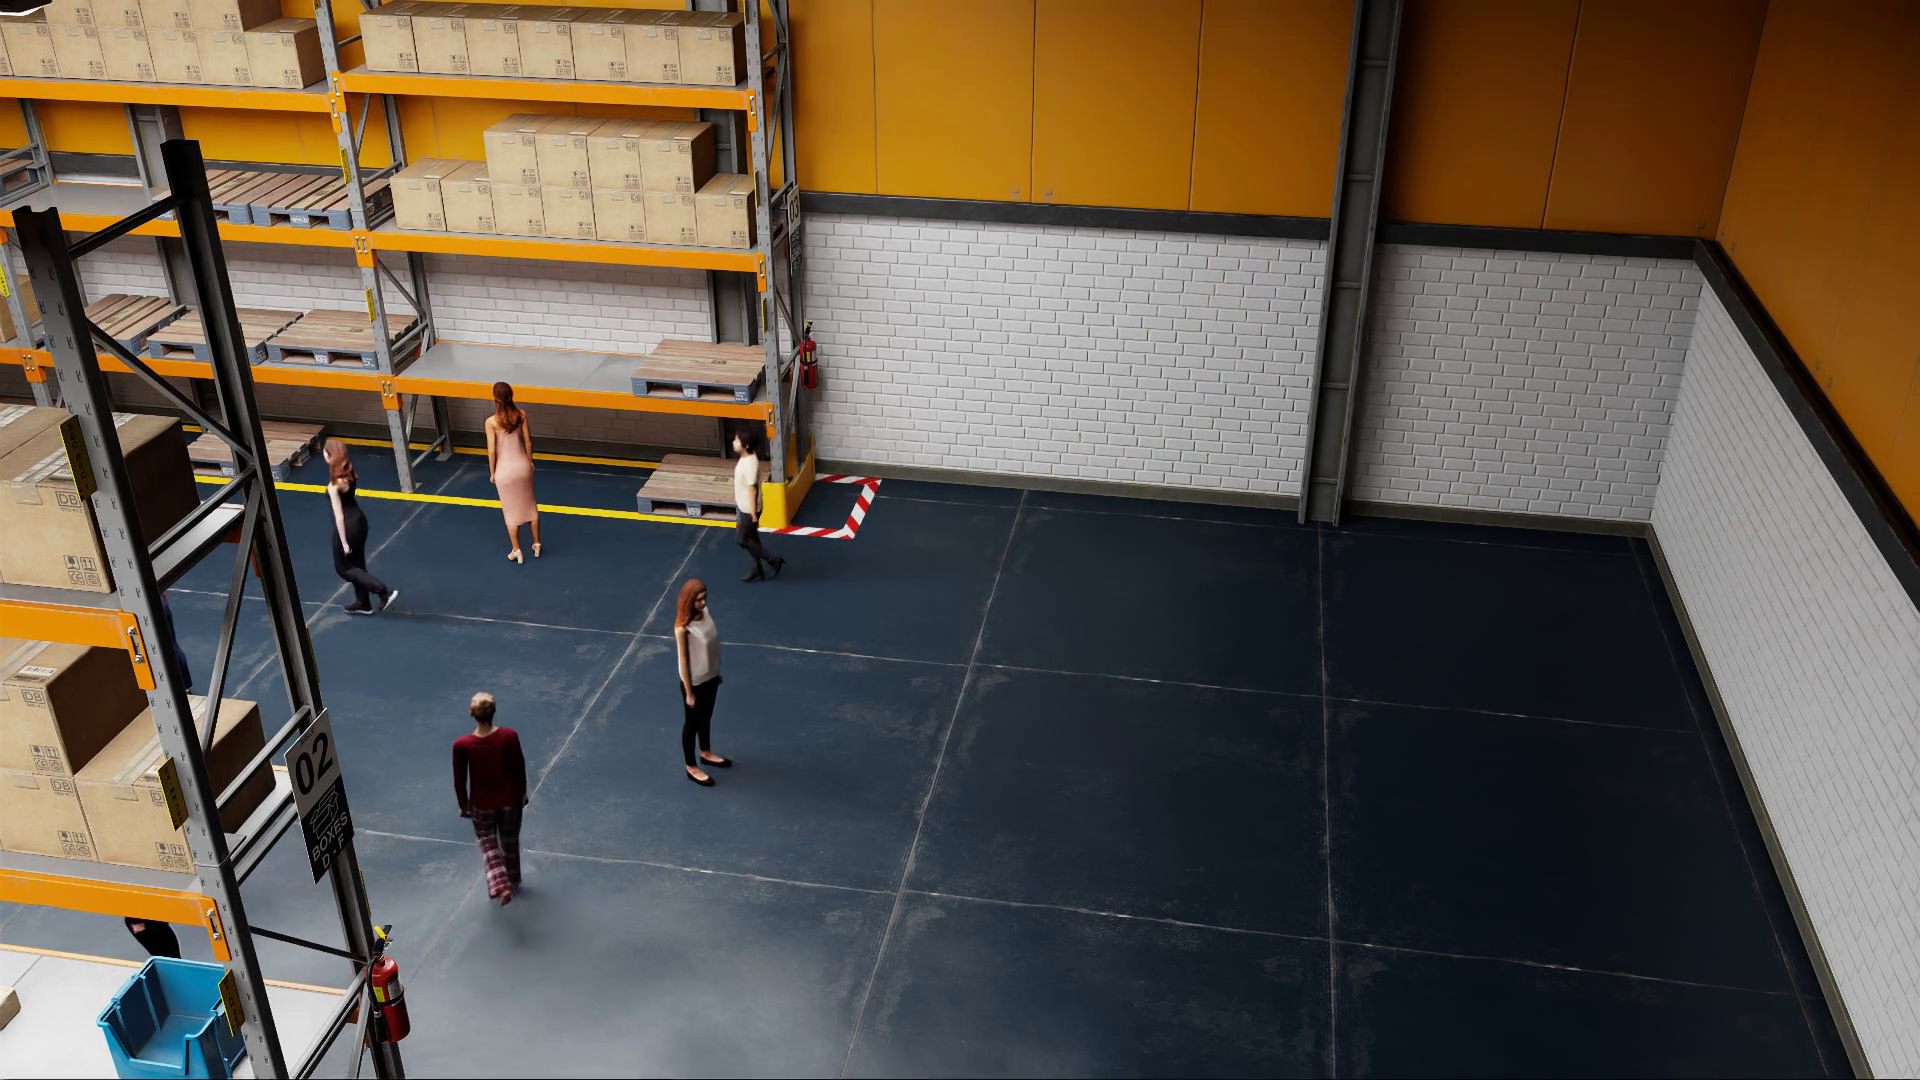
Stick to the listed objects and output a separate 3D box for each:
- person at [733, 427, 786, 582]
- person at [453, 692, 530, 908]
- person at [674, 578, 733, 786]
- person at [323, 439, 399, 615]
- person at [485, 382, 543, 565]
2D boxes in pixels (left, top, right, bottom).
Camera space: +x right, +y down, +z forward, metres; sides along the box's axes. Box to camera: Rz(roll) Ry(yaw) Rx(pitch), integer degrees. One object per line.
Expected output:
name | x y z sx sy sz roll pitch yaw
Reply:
person | -1.855 -0.308 15.251 0.761 1.578 0.693 -4 29 -7
person | -3.152 1.786 11.304 0.882 1.681 0.903 -10 30 -18
person | -1.994 1.049 12.619 0.571 1.716 0.623 12 31 20
person | -5.307 -0.088 14.684 0.799 1.734 0.601 3 29 6
person | -4.184 -0.640 15.595 0.656 1.831 0.712 -19 34 -31
